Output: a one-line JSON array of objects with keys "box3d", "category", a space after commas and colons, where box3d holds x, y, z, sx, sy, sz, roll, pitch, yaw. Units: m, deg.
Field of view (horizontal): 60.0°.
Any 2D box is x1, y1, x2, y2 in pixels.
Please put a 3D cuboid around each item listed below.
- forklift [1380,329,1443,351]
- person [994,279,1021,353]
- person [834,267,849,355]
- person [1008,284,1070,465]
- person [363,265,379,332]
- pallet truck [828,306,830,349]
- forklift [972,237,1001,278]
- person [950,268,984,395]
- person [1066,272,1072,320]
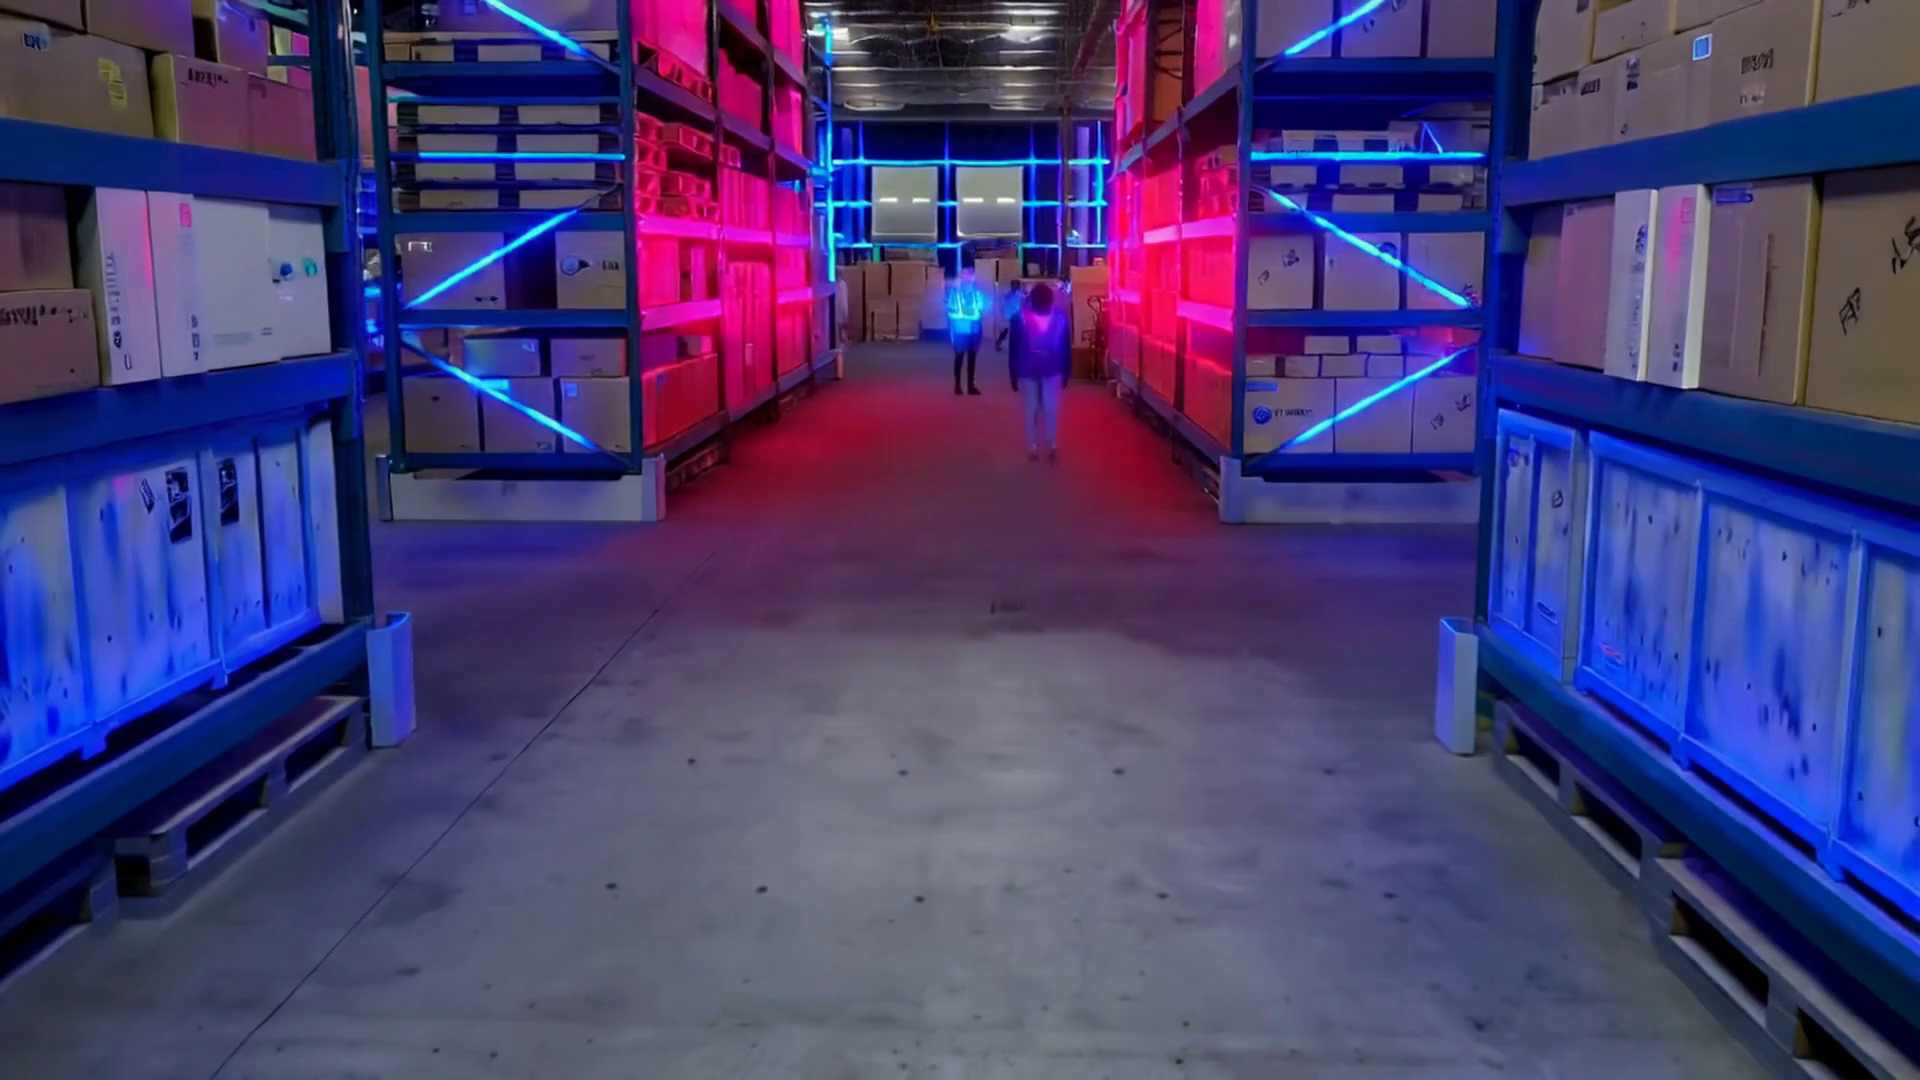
[{"box3d": [10.484, -5.708, 37.752, 1.873, 2.768, 1.129, 6, 11, 34], "category": "forklift"}, {"box3d": [1.132, -5.013, 37.205, 0.527, 1.668, 0.811, 9, 13, 43], "category": "person"}, {"box3d": [-2.705, -5.003, 36.418, 0.450, 1.919, 0.625, -3, 10, -20], "category": "person"}, {"box3d": [0.807, -1.661, 16.752, 0.646, 1.792, 0.953, 0, 9, -3], "category": "person"}, {"box3d": [-11.206, -4.171, 31.288, 0.506, 1.968, 0.667, -9, 13, -43], "category": "person"}, {"box3d": [-3.100, -3.940, 29.800, 1.885, 1.965, 0.823, 3, 10, 19], "category": "pallet truck"}, {"box3d": [0.842, -8.321, 53.406, 1.129, 2.768, 1.873, 0, 9, 1], "category": "forklift"}, {"box3d": [0.119, -3.179, 25.431, 0.551, 1.932, 0.377, -4, 10, -22], "category": "person"}, {"box3d": [3.956, -8.574, 58.470, 0.496, 1.682, 0.552, 5, 11, 26], "category": "person"}]
